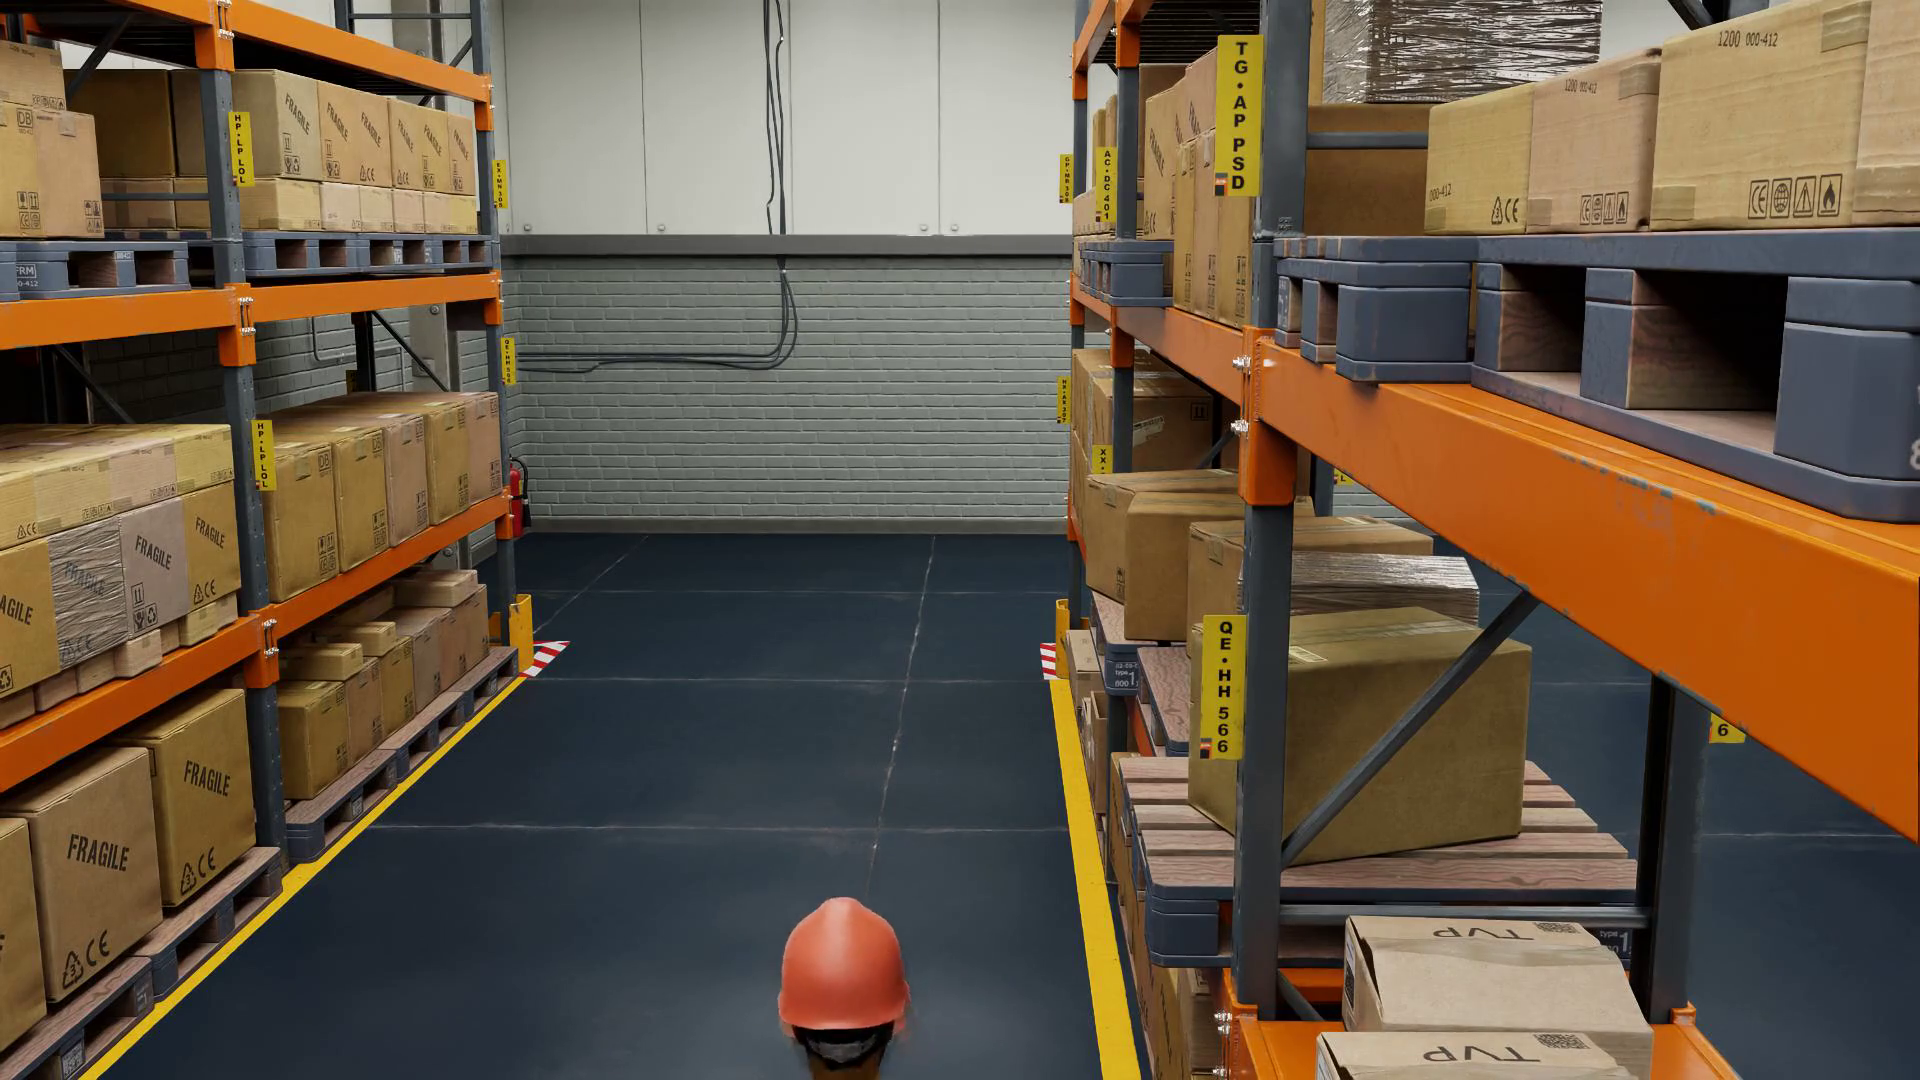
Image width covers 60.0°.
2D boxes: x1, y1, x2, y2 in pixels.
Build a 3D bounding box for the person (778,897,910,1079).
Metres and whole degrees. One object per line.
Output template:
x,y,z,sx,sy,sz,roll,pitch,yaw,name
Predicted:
-0.177,1.580,2.980,0.546,1.892,1.011,0,10,-1,person
